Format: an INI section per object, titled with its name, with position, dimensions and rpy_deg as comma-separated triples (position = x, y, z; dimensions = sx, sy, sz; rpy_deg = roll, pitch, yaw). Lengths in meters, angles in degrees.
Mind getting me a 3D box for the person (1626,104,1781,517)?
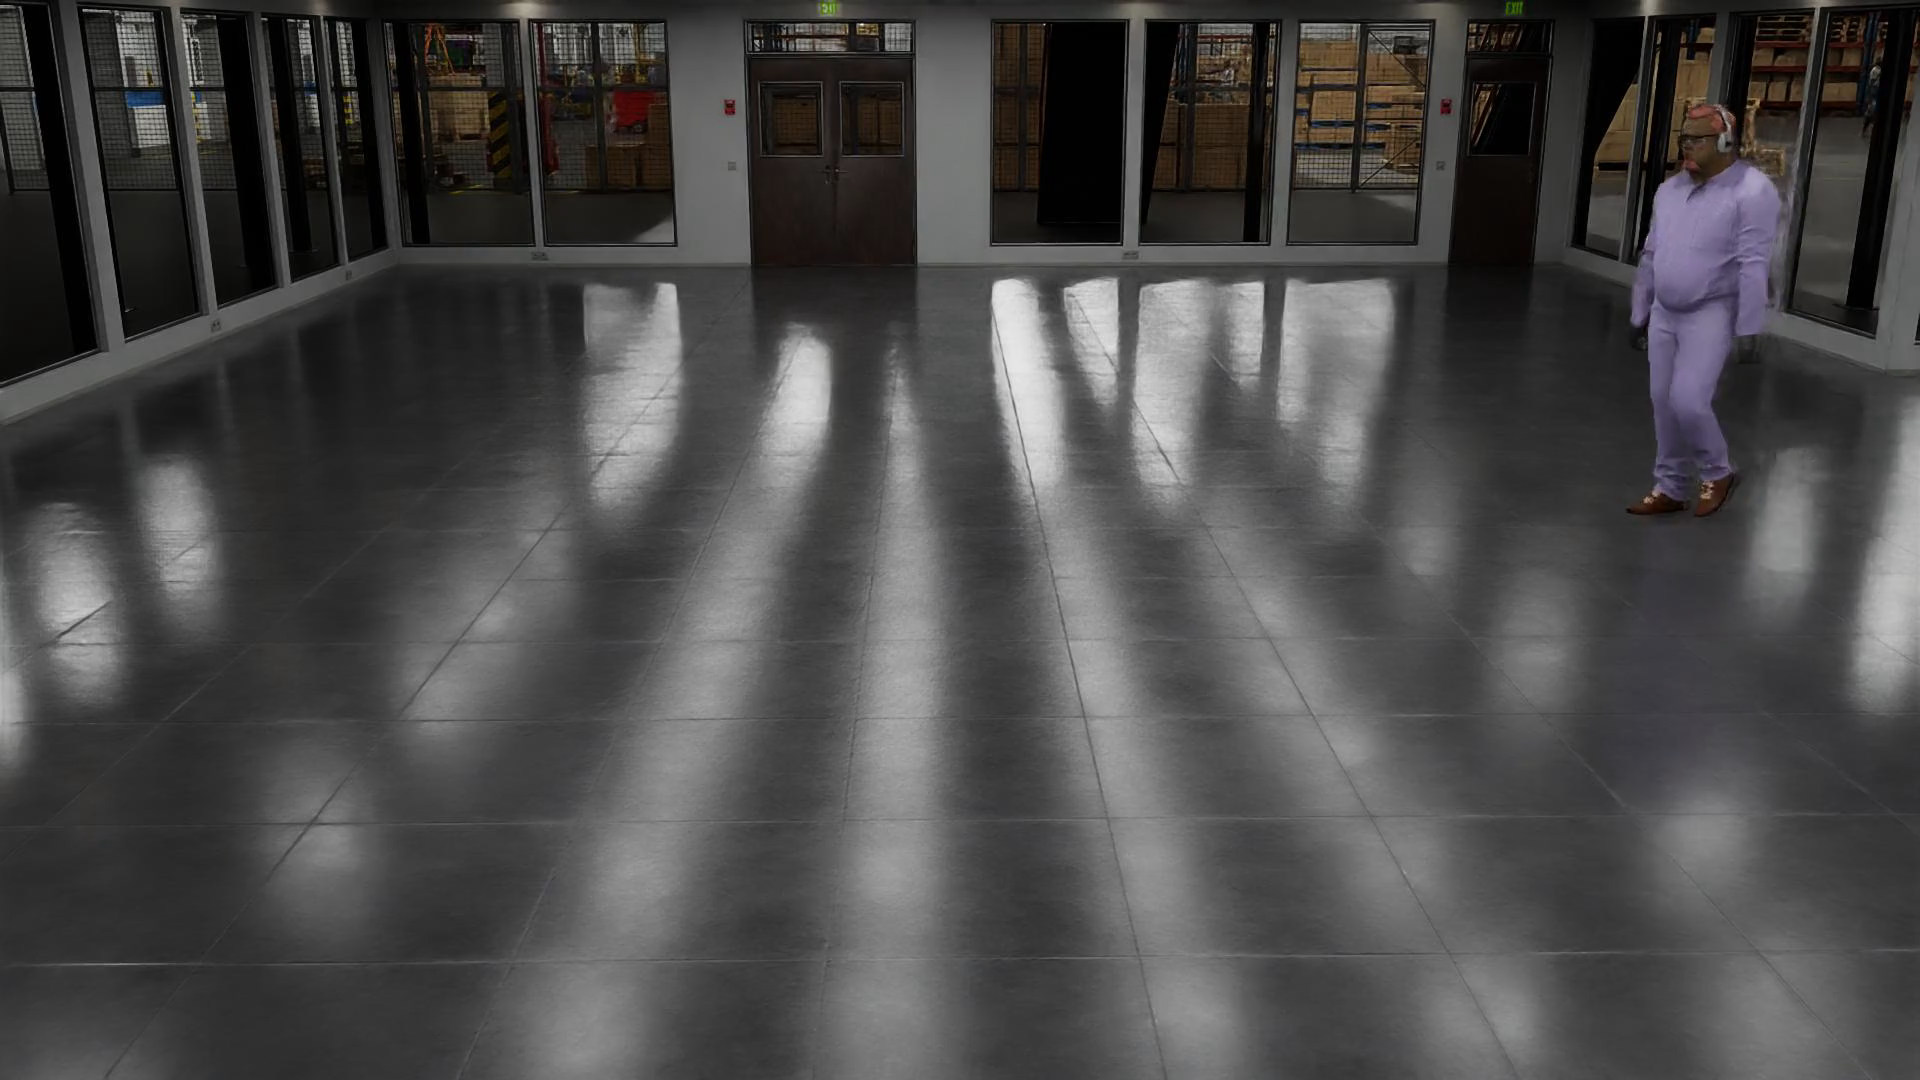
[person]
position = 3.317, -1.009, 7.567
dimensions = 0.421, 1.889, 0.668
rpy_deg = -7, 18, -22
